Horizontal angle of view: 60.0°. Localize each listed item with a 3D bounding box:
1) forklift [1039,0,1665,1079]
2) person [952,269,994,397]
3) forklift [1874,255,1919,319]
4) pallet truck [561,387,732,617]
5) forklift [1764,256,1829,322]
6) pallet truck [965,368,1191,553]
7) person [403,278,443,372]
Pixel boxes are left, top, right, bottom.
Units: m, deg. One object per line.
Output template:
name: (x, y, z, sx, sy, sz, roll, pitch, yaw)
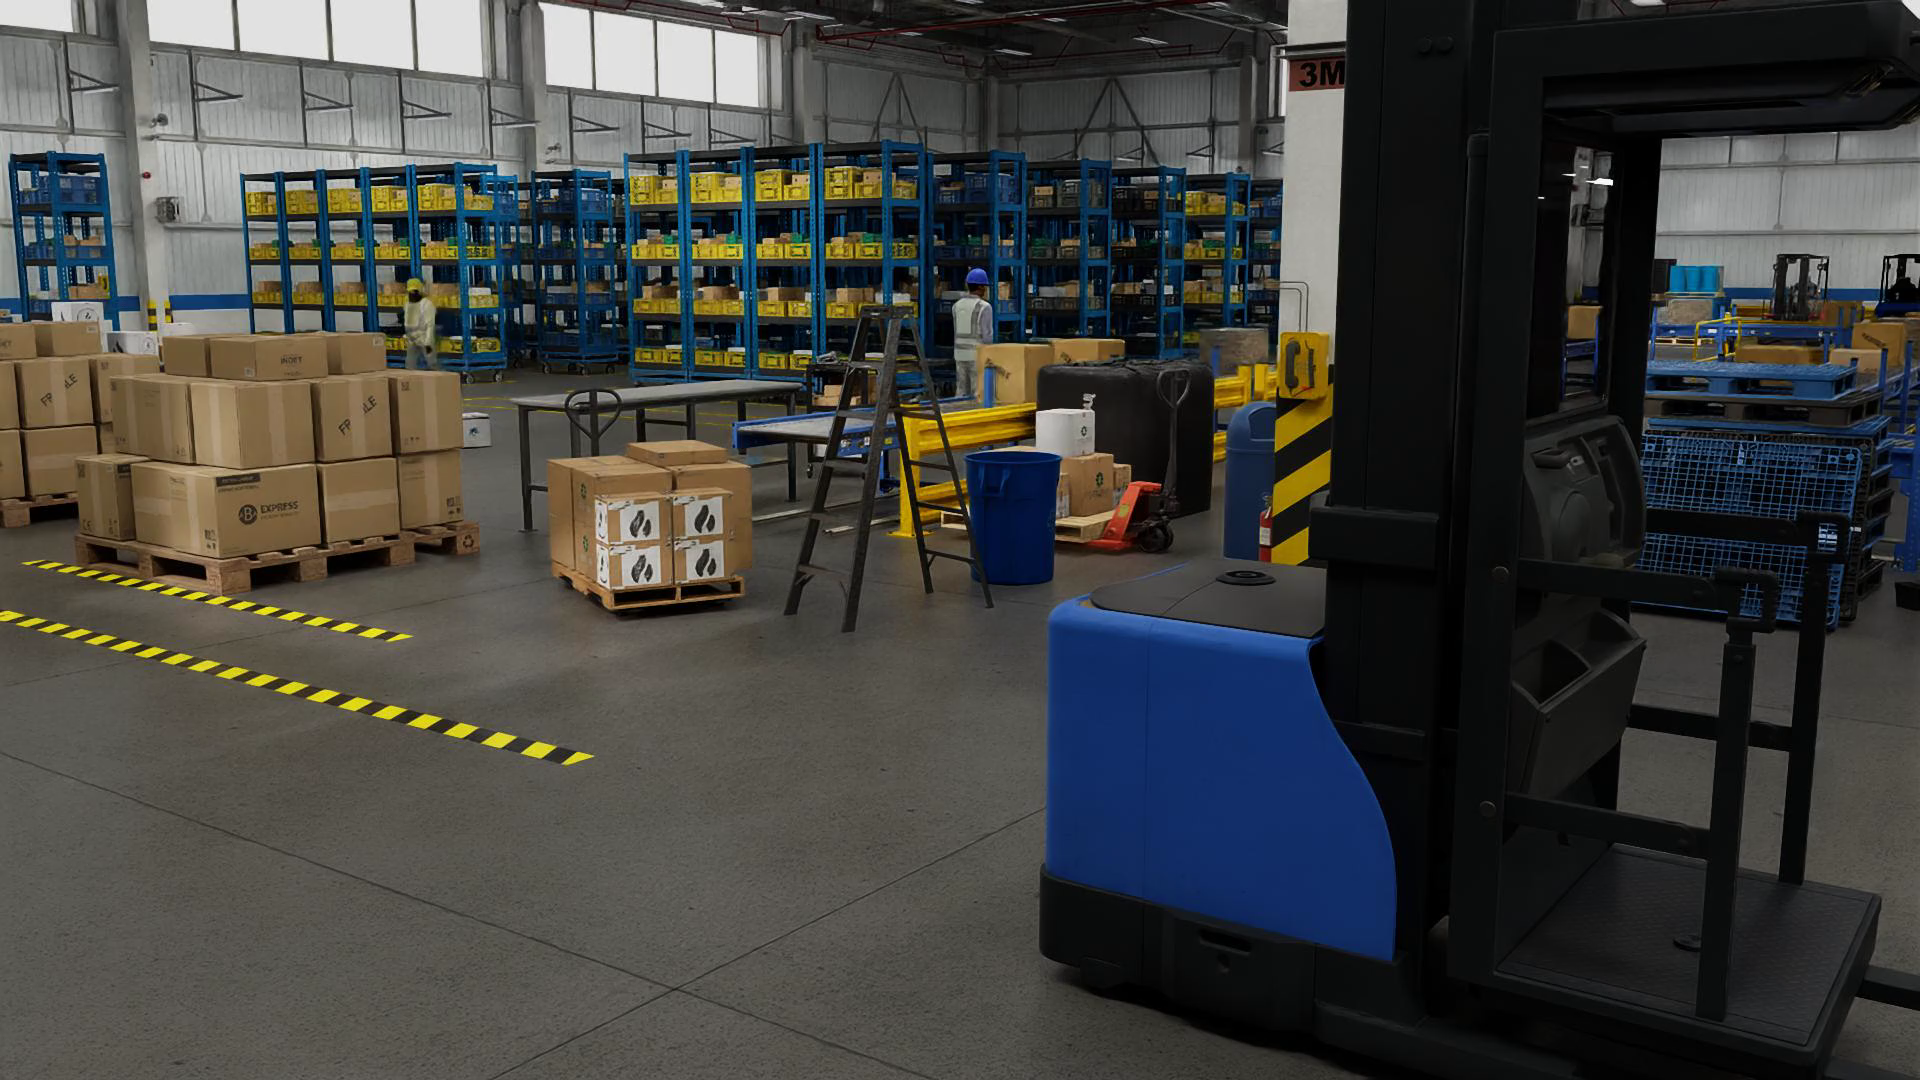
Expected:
forklift: (1.249, -0.137, 4.360, 1.873, 2.768, 1.129, 7, 12, 35)
person: (0.159, -2.024, 18.414, 0.425, 1.938, 0.603, -8, 13, -41)
forklift: (22.089, -5.634, 38.796, 1.157, 1.987, 2.680, 6, 11, 33)
pallet truck: (-1.981, -0.274, 10.088, 0.680, 1.201, 1.601, -5, 11, -28)
forklift: (20.253, -5.854, 40.139, 1.157, 1.987, 2.680, 7, 12, 35)
pallet truck: (0.845, -0.609, 11.869, 1.630, 1.274, 0.653, 7, 12, 35)
person: (-7.742, -2.865, 23.910, 0.607, 1.780, 0.949, 5, 11, 26)
